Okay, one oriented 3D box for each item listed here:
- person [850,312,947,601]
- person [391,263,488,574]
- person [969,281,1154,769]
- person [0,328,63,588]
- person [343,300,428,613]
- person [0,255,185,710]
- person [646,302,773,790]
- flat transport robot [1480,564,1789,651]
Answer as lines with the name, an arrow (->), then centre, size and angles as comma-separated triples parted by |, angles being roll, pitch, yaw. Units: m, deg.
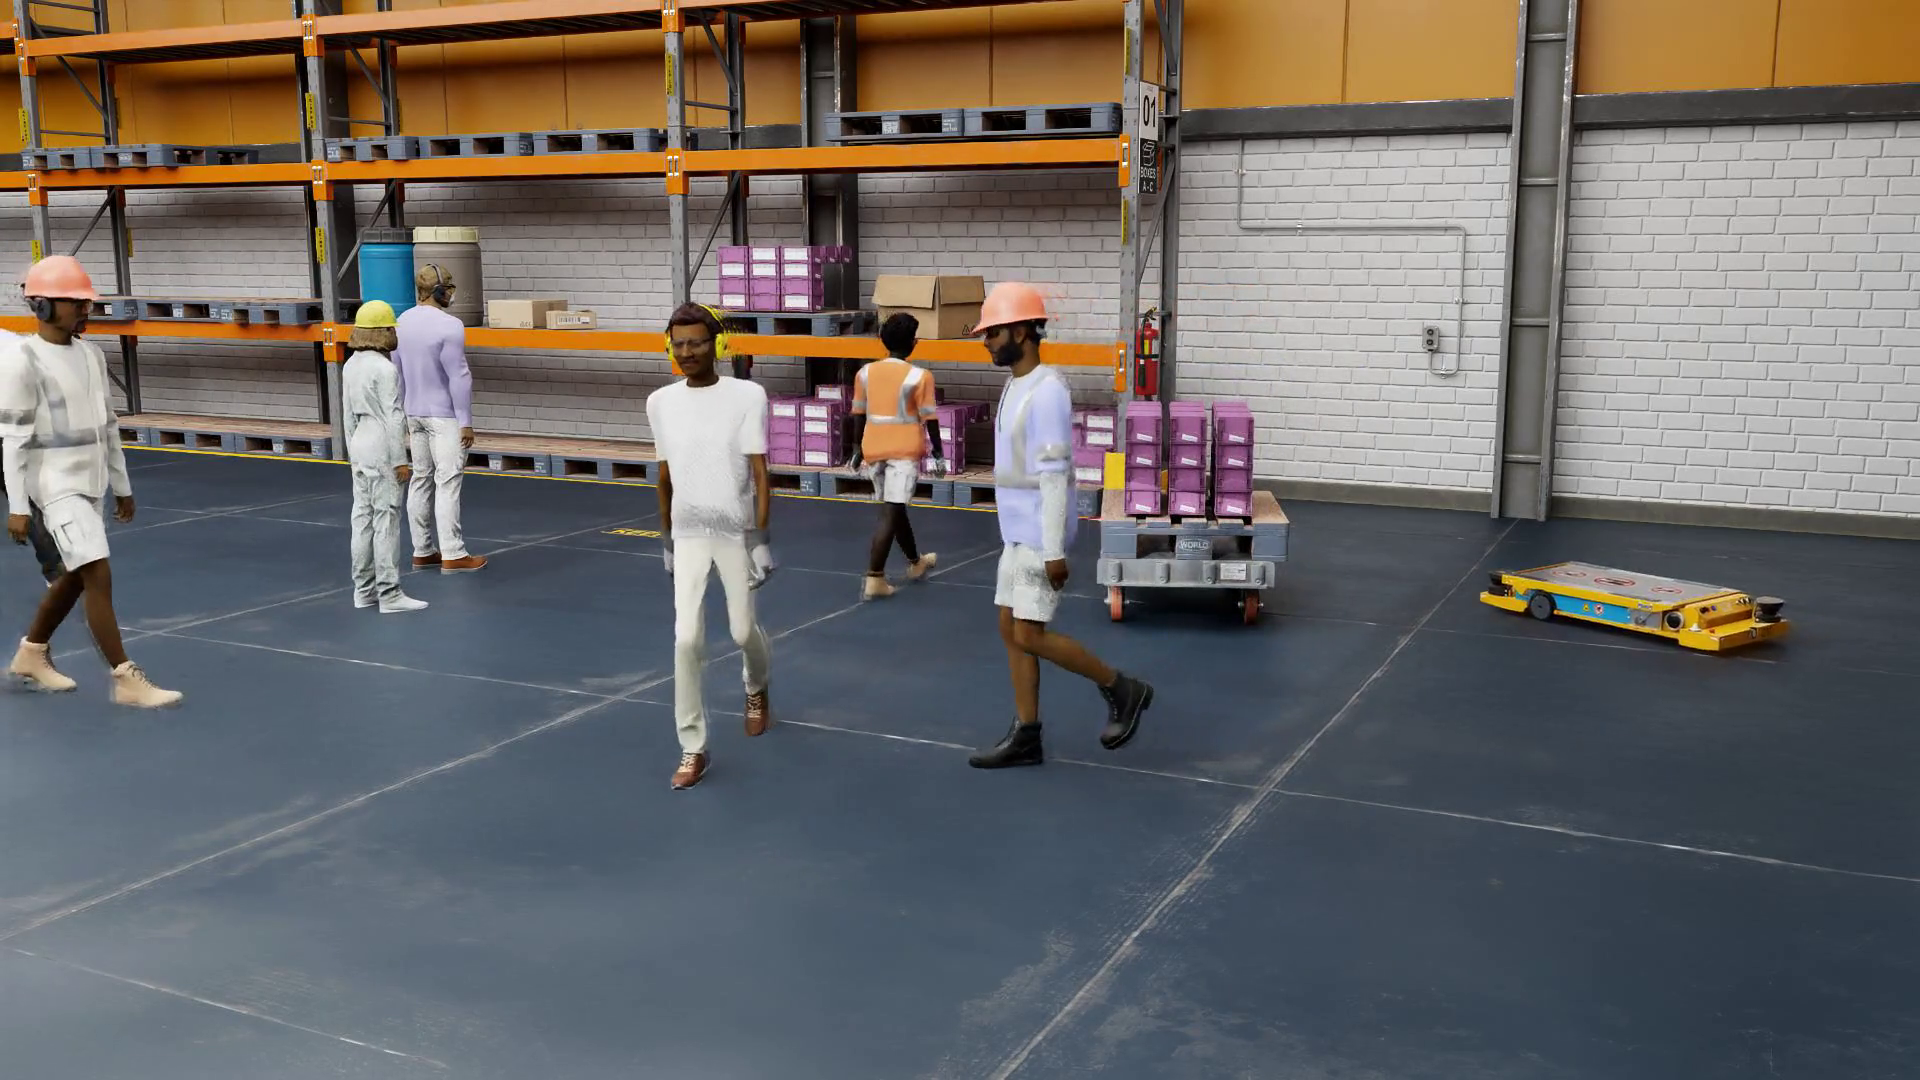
person -> -0.325, -0.502, 9.778 | 0.548, 1.645, 0.865 | 7, 12, 34
person -> -3.277, -0.754, 10.421 | 0.635, 1.937, 0.354 | 7, 12, 34
person -> 0.365, -0.040, 6.449 | 0.646, 1.909, 0.547 | -2, 10, -12
person -> -5.538, -0.557, 9.468 | 0.463, 1.889, 0.693 | 9, 13, 42
person -> -3.250, -0.468, 9.341 | 0.492, 1.742, 0.320 | 8, 13, 39
person -> -3.939, -0.250, 7.367 | 0.948, 2.007, 0.622 | 1, 10, 7
person -> -0.956, -0.024, 6.551 | 0.517, 1.836, 0.888 | 1, 10, 4
flat transport robot -> 3.609, 0.331, 8.982 | 0.652, 0.197, 1.431 | -7, 12, -35
